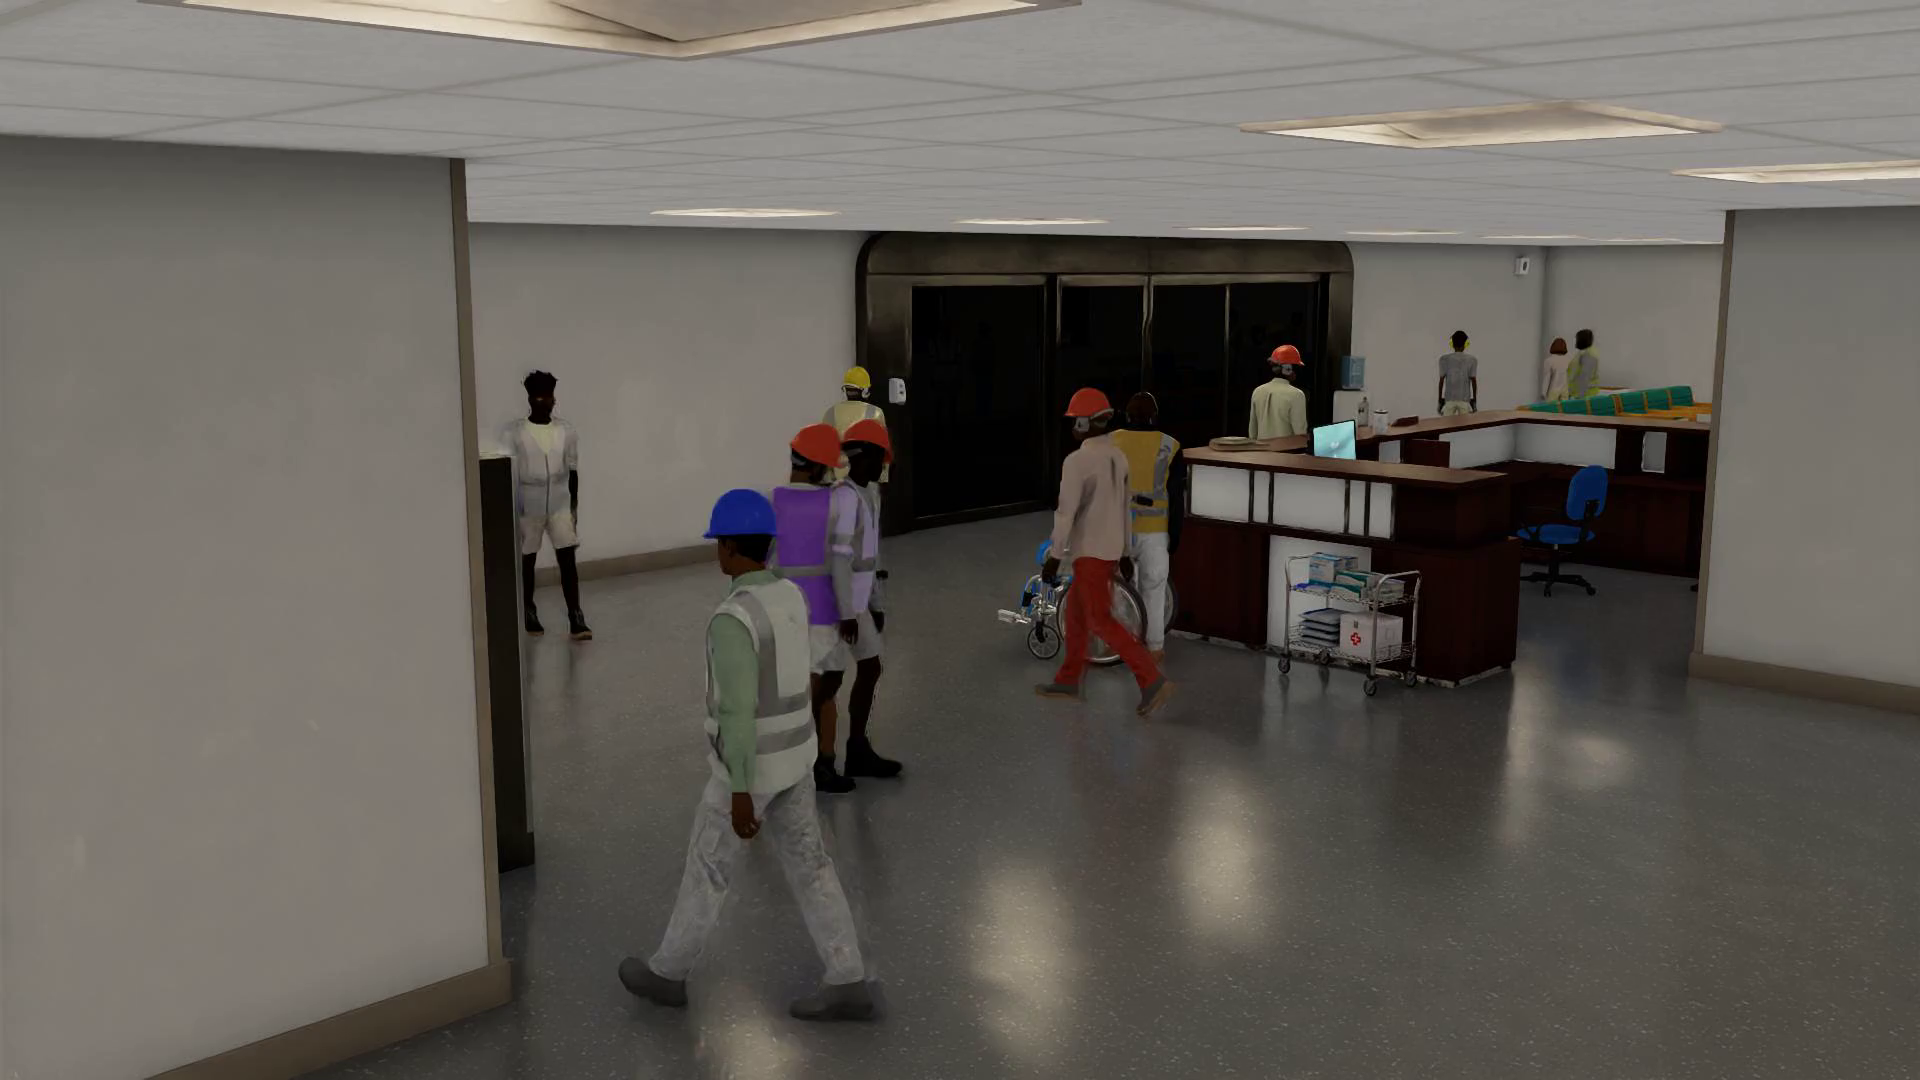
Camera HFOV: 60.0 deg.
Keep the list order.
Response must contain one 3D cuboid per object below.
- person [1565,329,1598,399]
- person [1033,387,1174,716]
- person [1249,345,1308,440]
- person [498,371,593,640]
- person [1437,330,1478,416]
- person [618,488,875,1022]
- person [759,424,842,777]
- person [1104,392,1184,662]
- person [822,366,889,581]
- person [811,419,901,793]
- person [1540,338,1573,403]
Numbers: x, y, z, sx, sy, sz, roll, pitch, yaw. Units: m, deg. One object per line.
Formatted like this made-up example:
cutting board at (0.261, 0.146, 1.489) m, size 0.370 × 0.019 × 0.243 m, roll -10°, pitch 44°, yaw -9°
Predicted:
person at (8.770, -2.063, 23.472) m, size 0.449 × 1.815 × 0.667 m, roll 2°, pitch 9°, yaw 12°
person at (0.880, 0.066, 9.974) m, size 0.967 × 1.959 × 0.608 m, roll 6°, pitch 11°, yaw 31°
person at (2.829, -0.725, 14.697) m, size 0.391 × 1.990 × 0.623 m, roll -7°, pitch 11°, yaw -36°
person at (-2.944, -0.226, 11.807) m, size 0.609 × 1.925 × 0.937 m, roll -5°, pitch 11°, yaw -30°
person at (6.458, -1.782, 21.584) m, size 0.508 × 1.865 × 0.328 m, roll 4°, pitch 10°, yaw 22°
person at (-0.735, 0.767, 5.876) m, size 0.978 × 1.890 × 0.615 m, roll 4°, pitch 10°, yaw 21°
person at (-0.843, 0.351, 8.430) m, size 0.653 × 1.891 × 0.493 m, roll -1°, pitch 9°, yaw -6°
person at (1.207, -0.082, 11.260) m, size 0.626 × 1.837 × 0.429 m, roll 2°, pitch 10°, yaw 14°
person at (-0.864, -0.556, 14.145) m, size 0.588 × 1.835 × 0.403 m, roll 3°, pitch 10°, yaw 18°
person at (-0.593, 0.332, 8.526) m, size 0.435 × 1.889 × 0.598 m, roll 2°, pitch 10°, yaw 14°
person at (8.903, -2.191, 24.787) m, size 0.507 × 1.631 × 0.266 m, roll -2°, pitch 9°, yaw -11°
